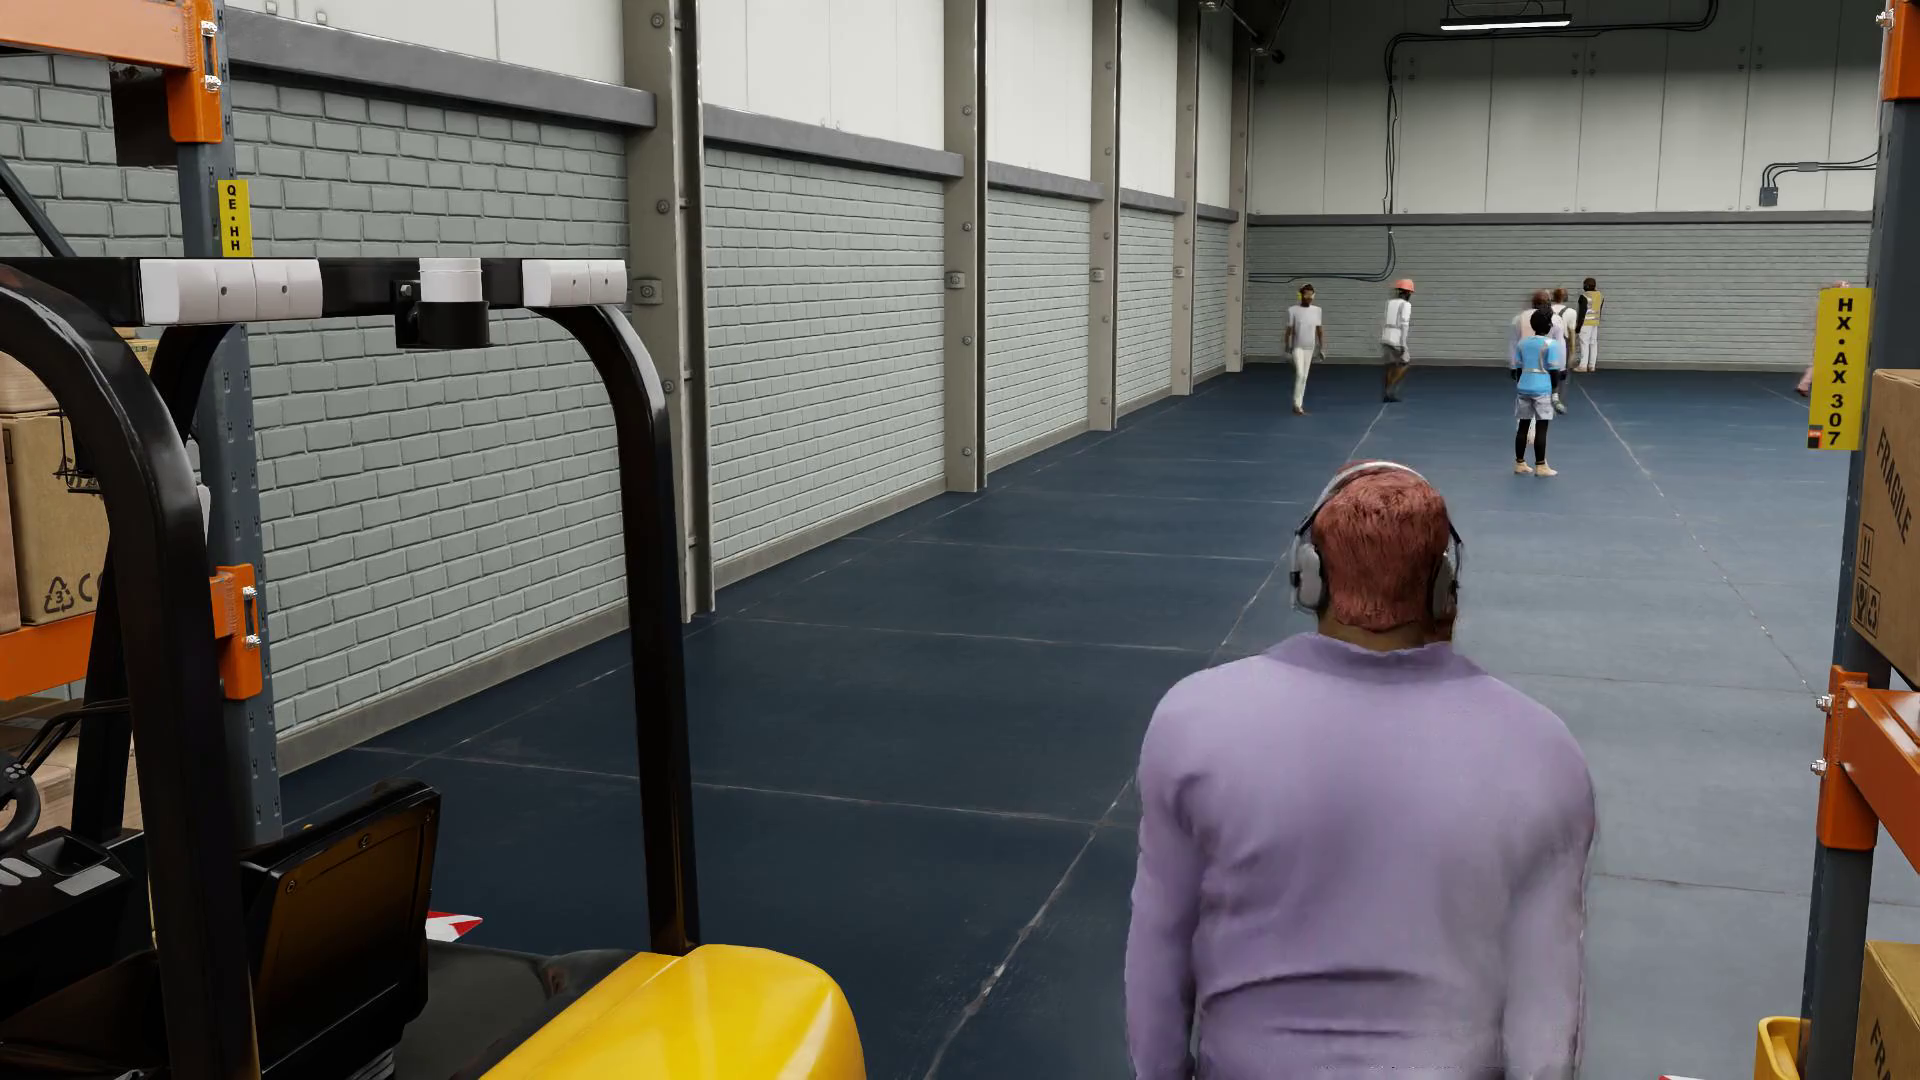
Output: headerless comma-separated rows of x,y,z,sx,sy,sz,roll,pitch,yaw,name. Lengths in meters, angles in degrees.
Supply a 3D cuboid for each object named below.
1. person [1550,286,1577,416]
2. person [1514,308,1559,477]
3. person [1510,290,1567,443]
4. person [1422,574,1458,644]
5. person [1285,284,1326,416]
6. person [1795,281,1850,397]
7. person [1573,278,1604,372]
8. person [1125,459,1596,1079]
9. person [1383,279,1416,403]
8.345,-2.632,23.260,0.505,1.832,0.415,5,11,29,person
5.832,-1.487,16.816,0.322,1.697,0.533,-5,11,-27,person
6.948,-2.073,19.936,0.552,1.827,0.644,-8,12,-39,person
0.887,0.790,3.455,0.546,1.616,0.587,2,10,12,person
4.889,-2.665,23.403,0.504,1.844,0.752,-2,10,-13,person
13.809,-3.165,26.329,0.977,1.864,0.641,0,10,-2,person
12.340,-4.230,32.720,0.621,1.845,0.429,-6,11,-33,person
0.571,0.826,2.461,0.657,1.889,0.661,1,10,5,person
6.719,-3.042,25.476,0.479,1.906,0.548,-5,11,-26,person
